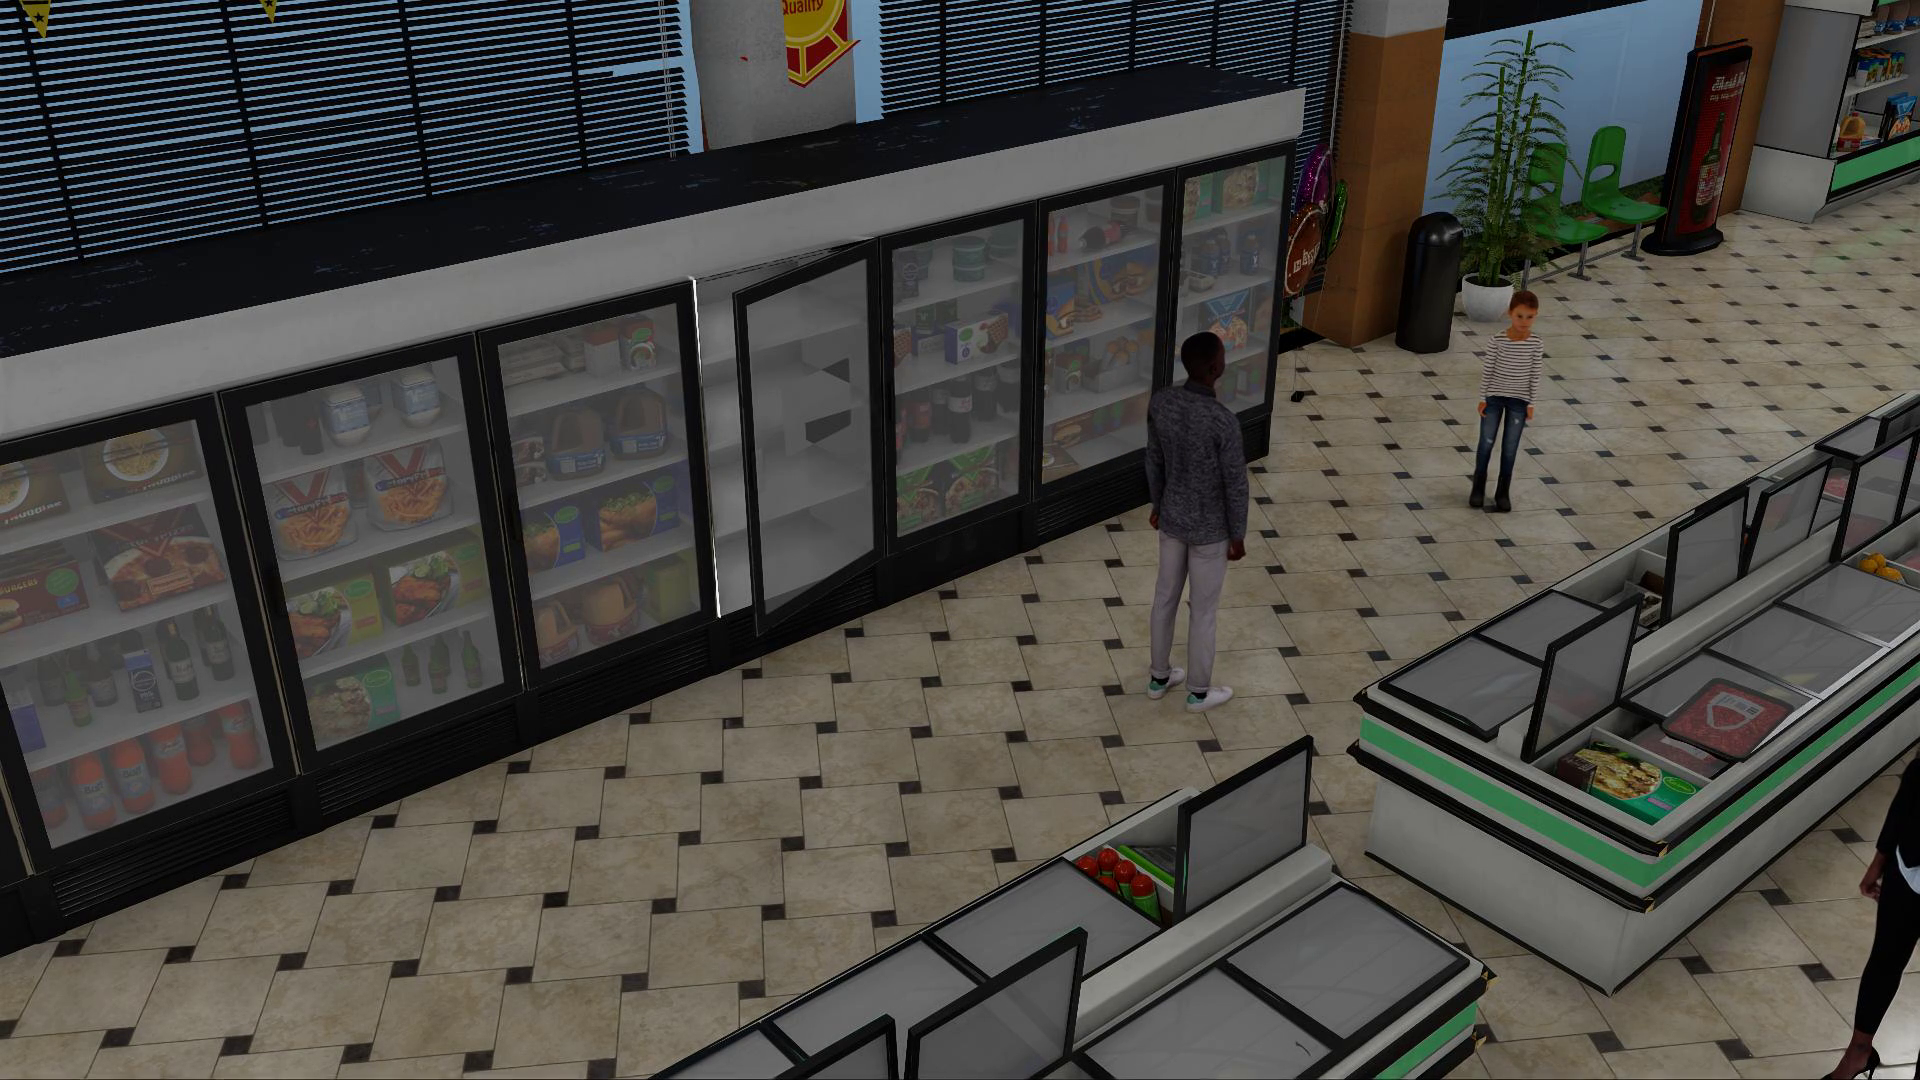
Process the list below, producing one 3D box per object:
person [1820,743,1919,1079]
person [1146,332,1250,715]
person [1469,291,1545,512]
[{"bbox_3d":[3.091,1.120,5.232,0.617,1.834,0.664,-11,29,-20],"label":"person"},{"bbox_3d":[1.056,-0.073,7.578,0.701,1.839,0.582,23,35,38],"label":"person"},{"bbox_3d":[3.160,-0.811,9.613,0.562,1.314,0.615,6,28,12],"label":"person"}]
